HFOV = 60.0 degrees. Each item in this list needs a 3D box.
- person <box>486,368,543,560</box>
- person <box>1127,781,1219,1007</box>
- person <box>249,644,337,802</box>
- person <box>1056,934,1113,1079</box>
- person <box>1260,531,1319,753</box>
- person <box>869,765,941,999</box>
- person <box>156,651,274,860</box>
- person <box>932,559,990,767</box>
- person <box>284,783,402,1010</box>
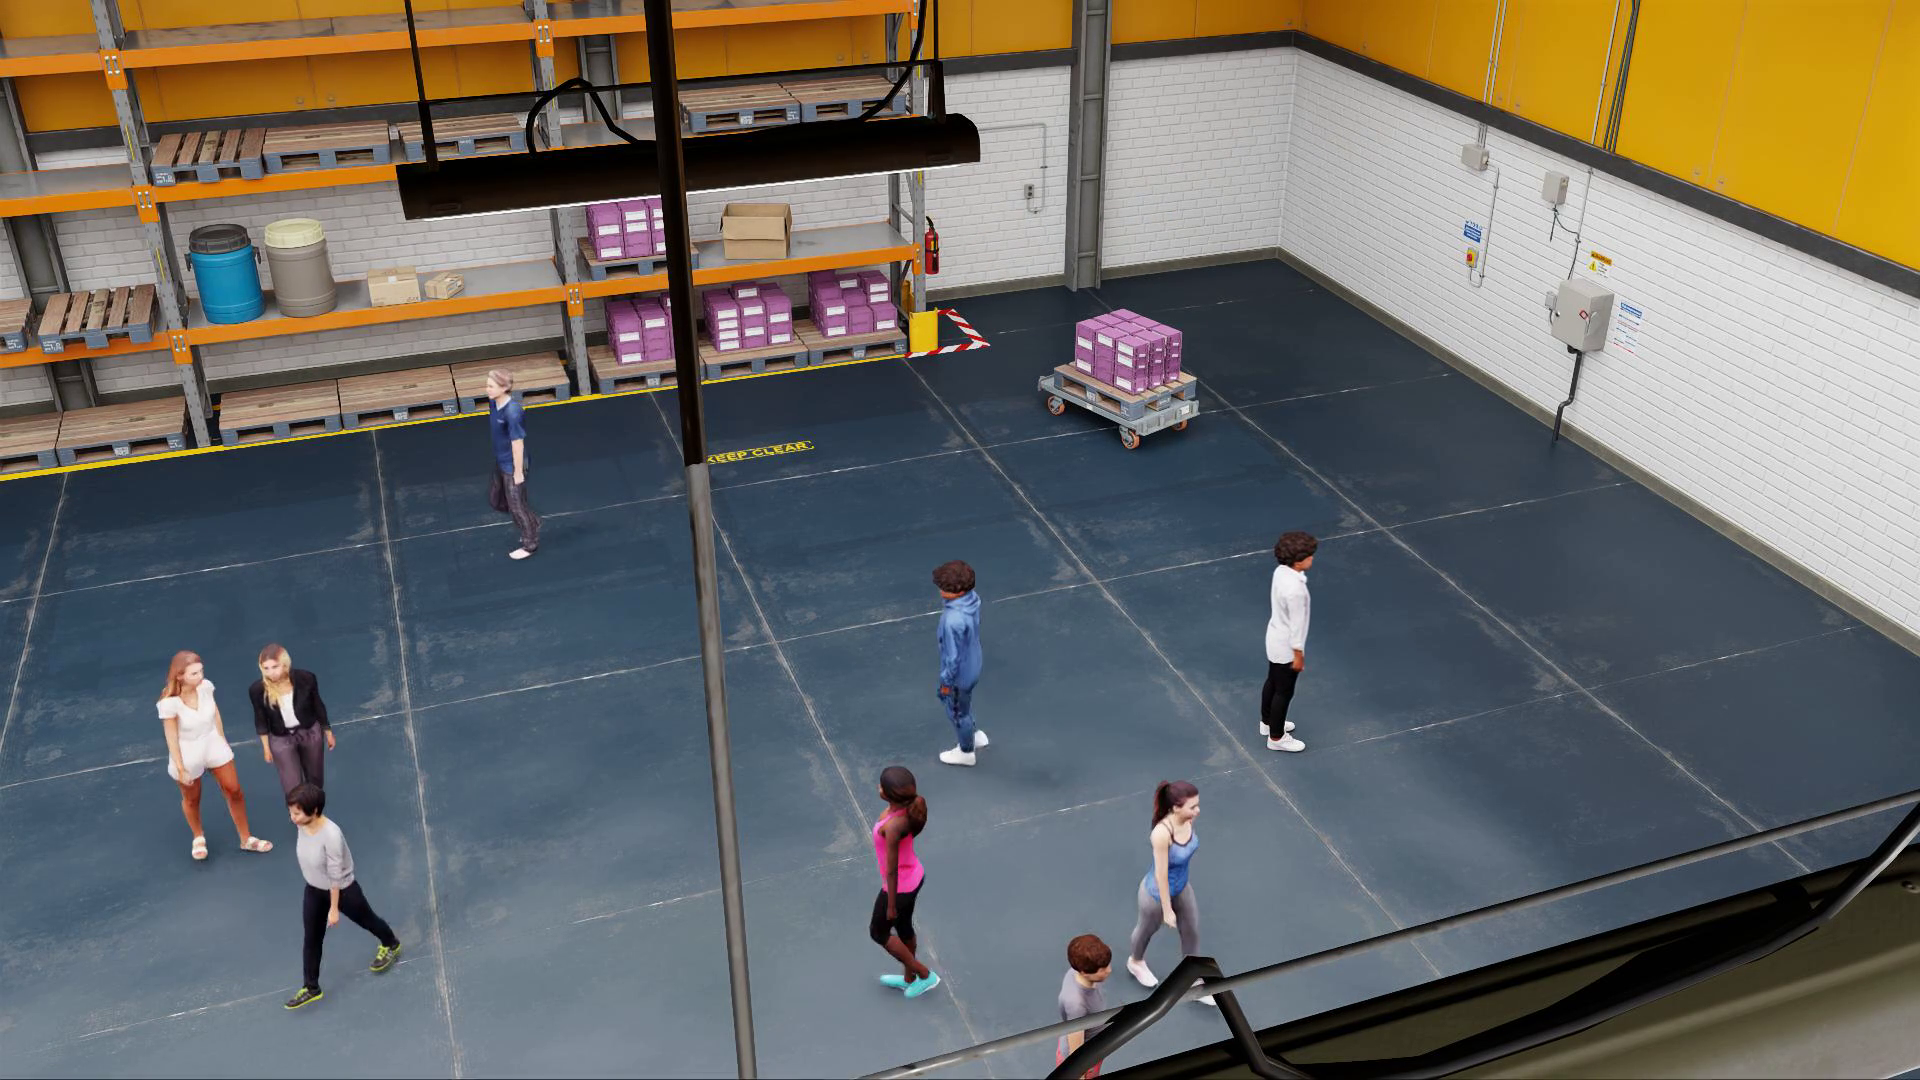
[{"bbox_3d":[-3.993,-0.716,15.131,0.783,1.857,0.764,-19,34,-31],"label":"person"},{"bbox_3d":[1.207,2.120,10.218,0.946,1.583,0.871,-24,37,-37],"label":"person"},{"bbox_3d":[-4.617,1.369,11.524,0.625,1.652,0.755,-18,34,-30],"label":"person"},{"bbox_3d":[0.640,2.778,8.940,0.689,1.651,0.662,7,29,12],"label":"person"},{"bbox_3d":[2.454,0.745,12.502,0.668,1.809,0.693,-1,29,-2],"label":"person"},{"bbox_3d":[-0.279,2.116,10.088,0.799,1.715,0.736,8,30,15],"label":"person"},{"bbox_3d":[-5.231,1.456,11.349,0.865,1.666,0.843,23,36,36],"label":"person"},{"bbox_3d":[0.081,0.934,12.182,0.852,1.786,0.820,9,30,16],"label":"person"},{"bbox_3d":[-3.806,2.121,10.289,0.967,1.513,1.084,17,33,28],"label":"person"}]
